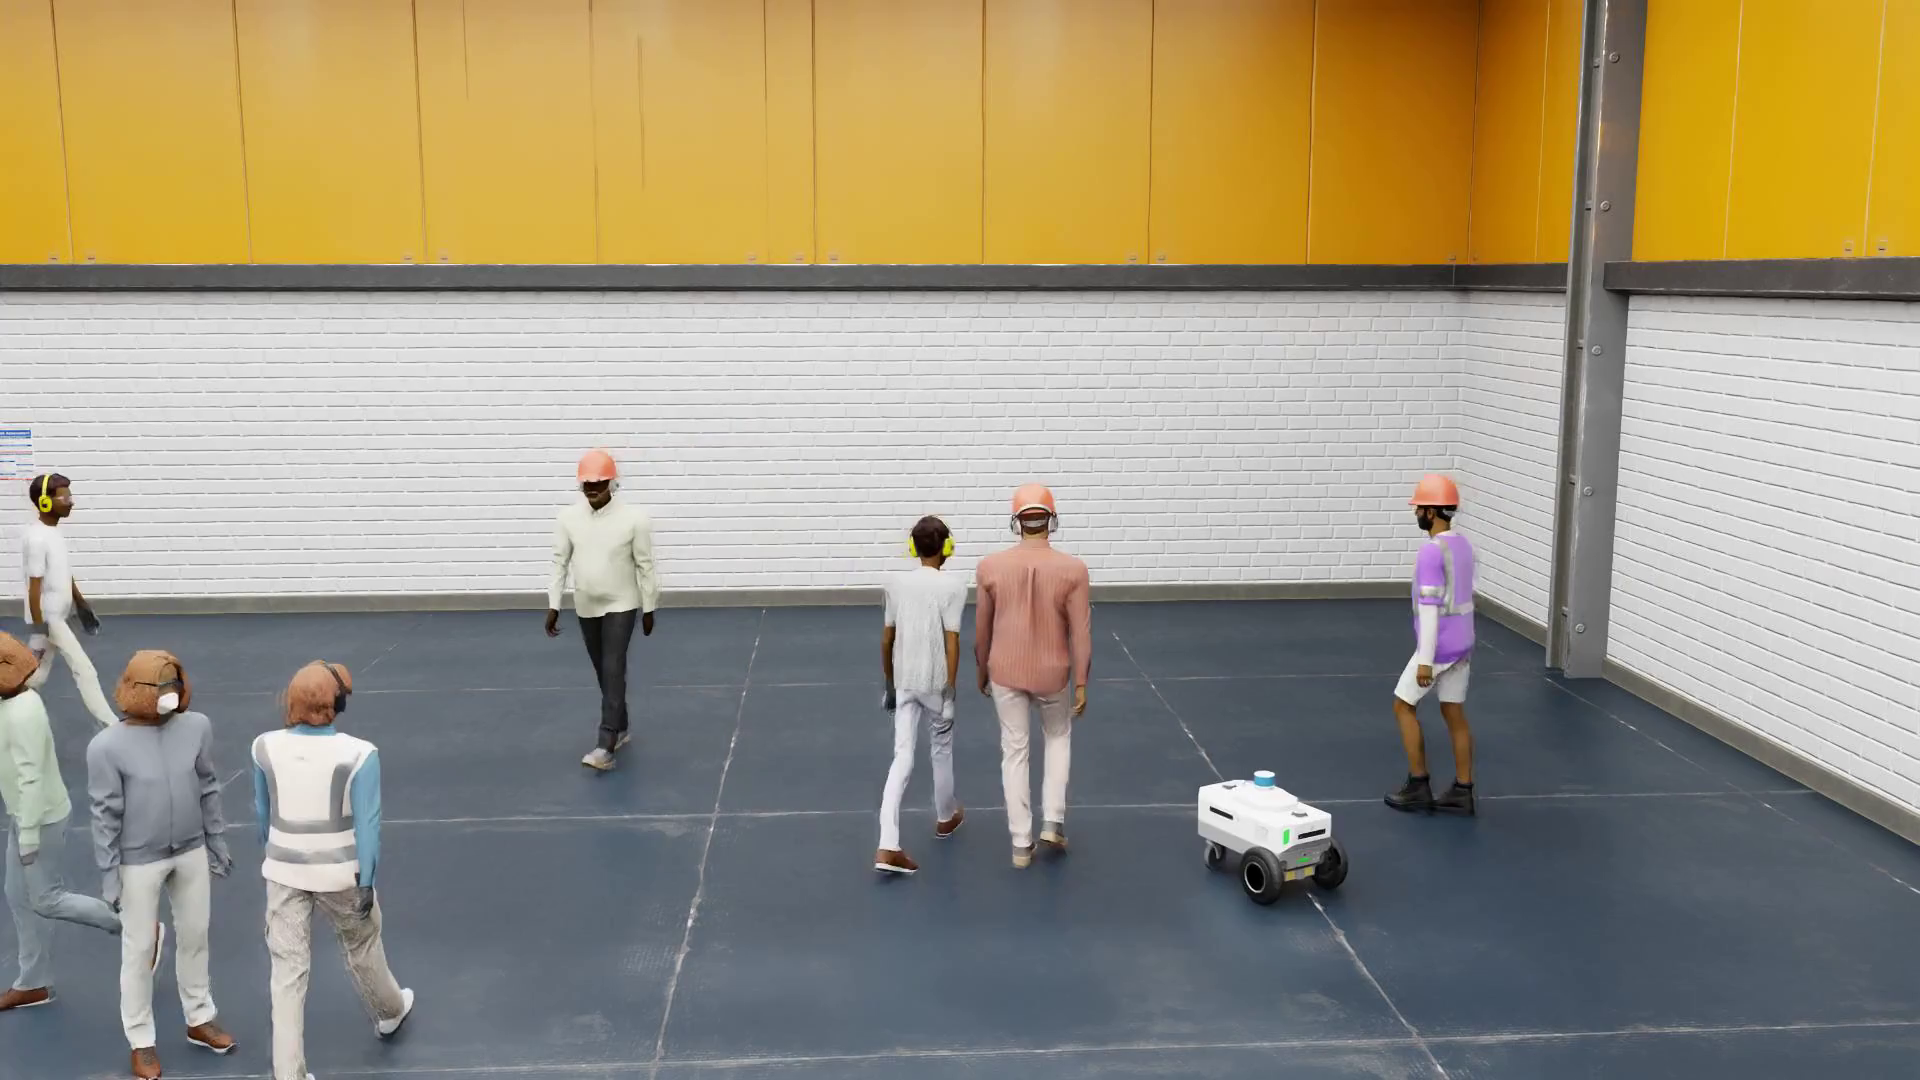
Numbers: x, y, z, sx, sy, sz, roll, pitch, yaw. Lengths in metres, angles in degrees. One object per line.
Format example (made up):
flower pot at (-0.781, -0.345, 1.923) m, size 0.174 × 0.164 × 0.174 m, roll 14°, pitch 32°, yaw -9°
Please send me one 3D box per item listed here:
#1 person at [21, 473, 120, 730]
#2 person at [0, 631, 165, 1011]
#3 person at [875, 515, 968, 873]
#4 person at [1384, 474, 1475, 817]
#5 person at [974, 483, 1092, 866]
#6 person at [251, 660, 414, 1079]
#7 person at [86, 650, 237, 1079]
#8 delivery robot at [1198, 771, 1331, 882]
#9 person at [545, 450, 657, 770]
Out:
person at (-5.572, 0.493, 10.346) m, size 0.973 × 1.811 × 0.537 m, roll -4°, pitch 10°, yaw -22°
person at (-3.728, 1.143, 6.893) m, size 0.641 × 1.609 × 0.536 m, roll -6°, pitch 11°, yaw -34°
person at (-0.228, 0.781, 8.643) m, size 0.525 × 1.789 × 1.051 m, roll 3°, pitch 10°, yaw 21°
person at (2.654, 0.593, 9.345) m, size 0.636 × 1.921 × 0.598 m, roll 8°, pitch 12°, yaw 40°
person at (0.374, 0.684, 8.622) m, size 0.623 × 1.965 × 0.487 m, roll 1°, pitch 9°, yaw 5°
person at (-2.394, 1.242, 6.307) m, size 0.521 × 1.596 × 0.853 m, roll 0°, pitch 9°, yaw 2°
person at (-3.047, 1.218, 6.352) m, size 0.277 × 1.633 × 0.523 m, roll 6°, pitch 11°, yaw 34°
delivery robot at (1.510, 1.397, 8.300) m, size 0.477 × 0.478 × 0.707 m, roll -5°, pitch 10°, yaw -31°
person at (-2.251, 0.429, 10.298) m, size 0.619 × 1.951 × 0.972 m, roll 2°, pitch 9°, yaw 15°
